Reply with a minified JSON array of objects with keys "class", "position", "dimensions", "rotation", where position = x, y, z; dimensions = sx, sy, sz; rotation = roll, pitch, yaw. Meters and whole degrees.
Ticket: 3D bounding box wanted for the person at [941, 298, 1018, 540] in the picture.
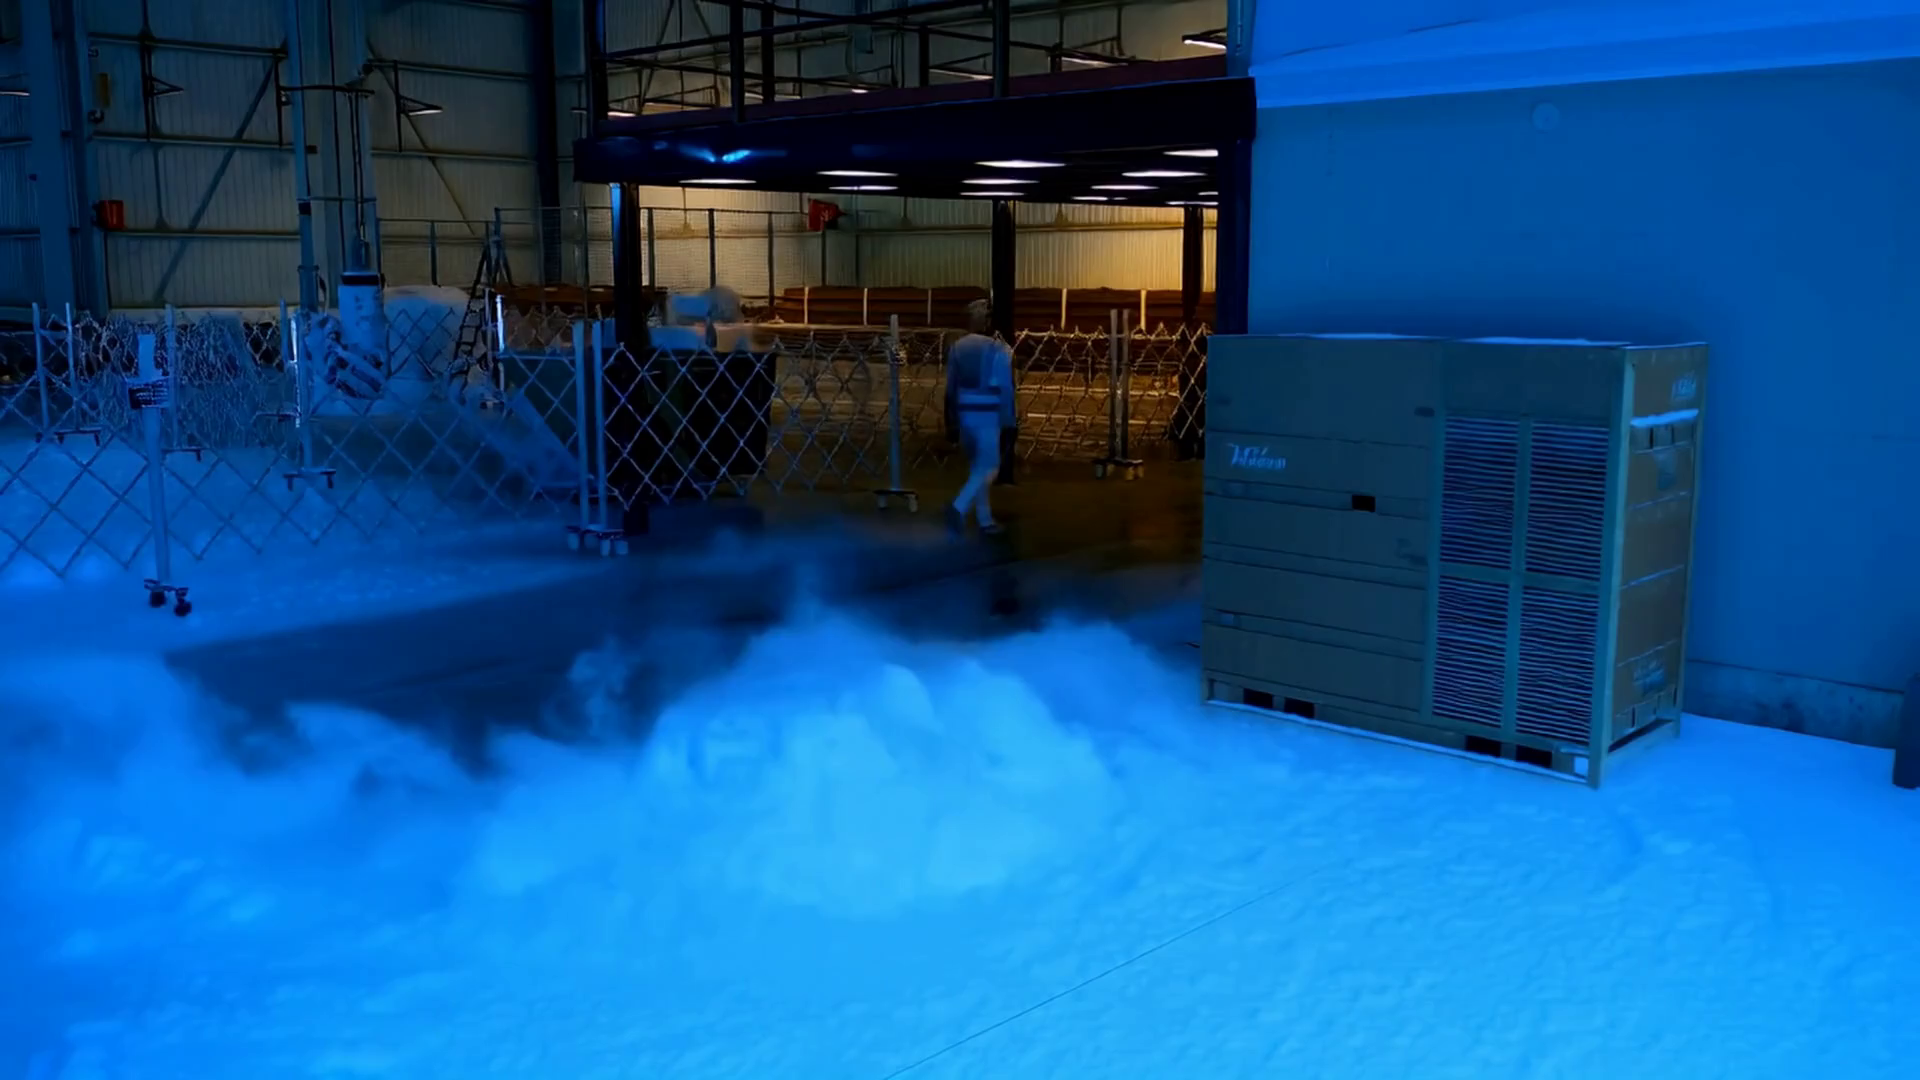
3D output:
[{"class":"person","position":[0.103,-0.909,12.651],"dimensions":[0.576,1.858,0.787],"rotation":[8,12,41]}]
